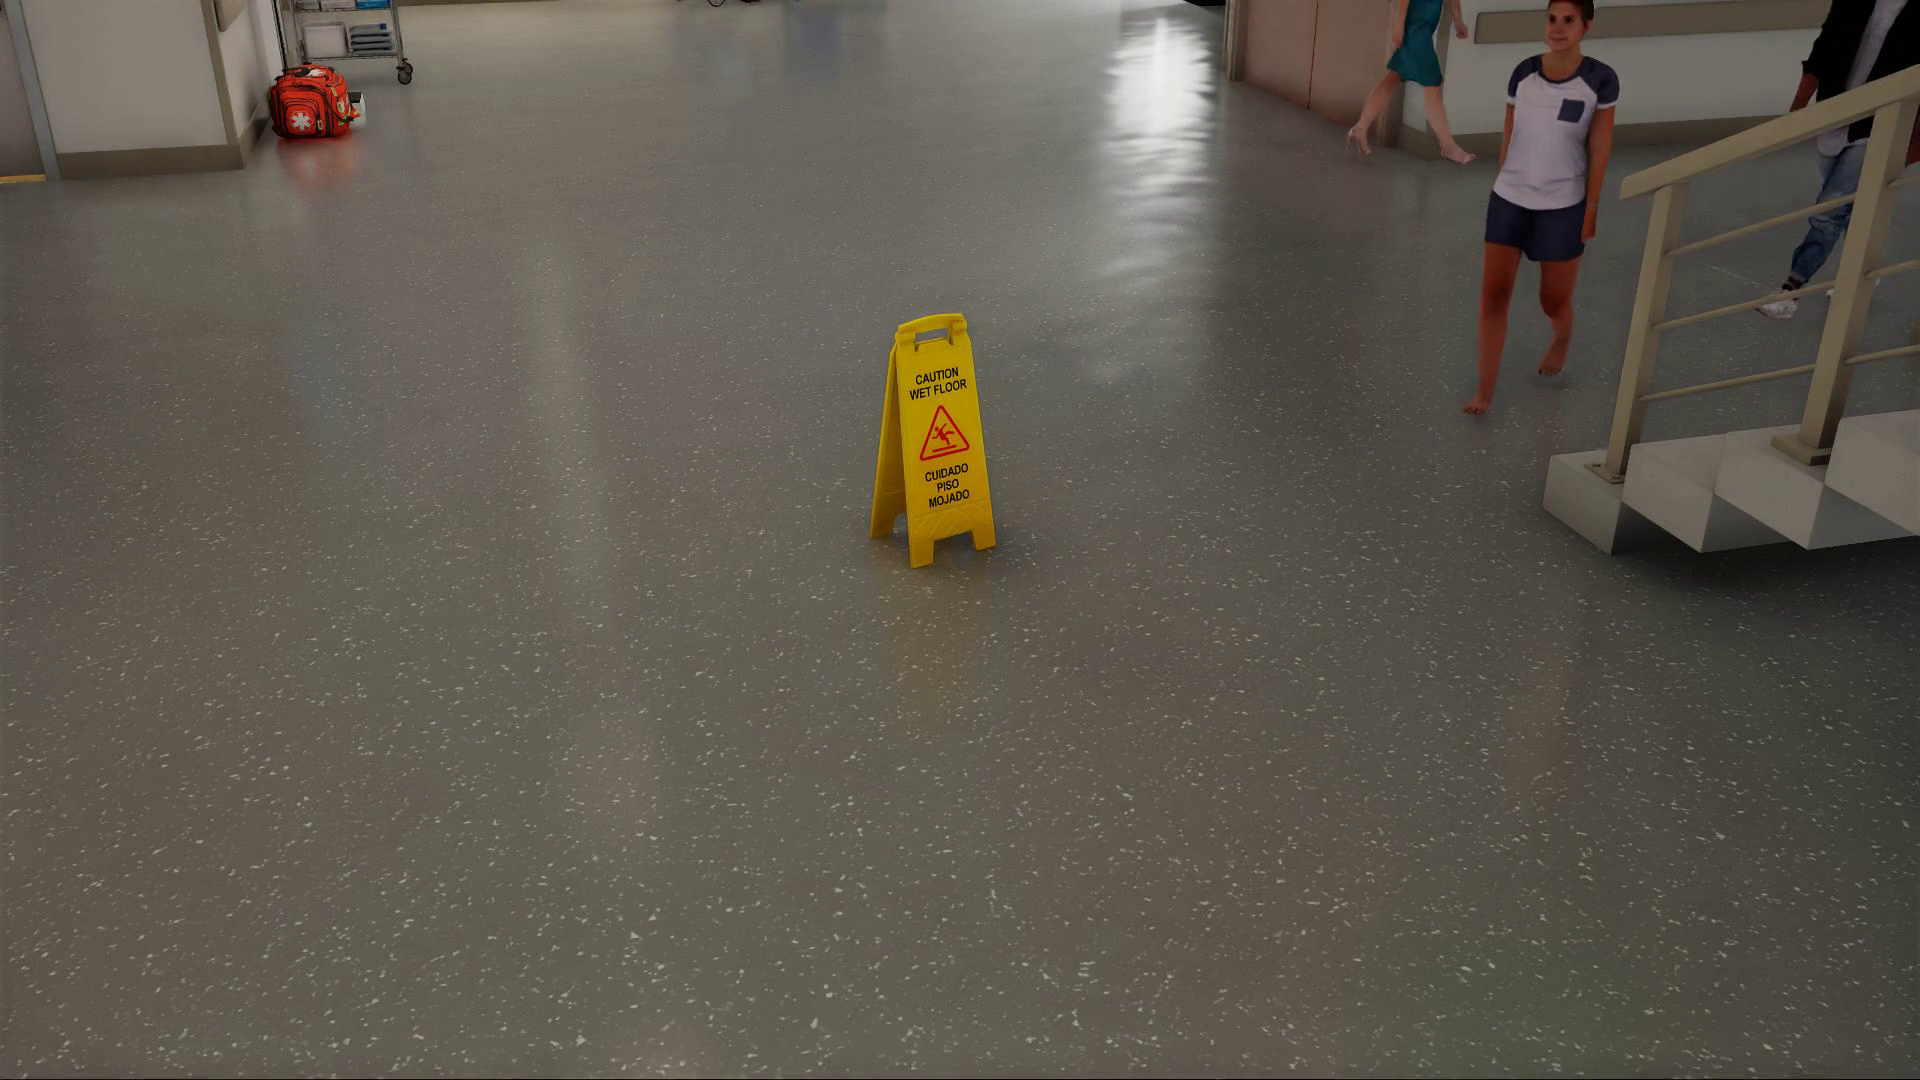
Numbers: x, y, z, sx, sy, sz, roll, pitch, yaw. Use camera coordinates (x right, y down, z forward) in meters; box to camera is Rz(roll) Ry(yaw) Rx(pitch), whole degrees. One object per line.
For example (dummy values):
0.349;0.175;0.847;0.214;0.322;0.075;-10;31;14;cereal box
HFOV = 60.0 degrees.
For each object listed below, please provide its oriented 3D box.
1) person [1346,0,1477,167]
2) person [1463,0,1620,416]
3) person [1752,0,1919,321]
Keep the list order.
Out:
2.697;-3.073;10.089;1.142;1.626;0.962;21;33;37;person
2.265;-1.289;6.422;0.950;1.598;0.981;16;30;30;person
4.080;-1.858;7.420;0.926;1.756;1.204;-13;28;-24;person
